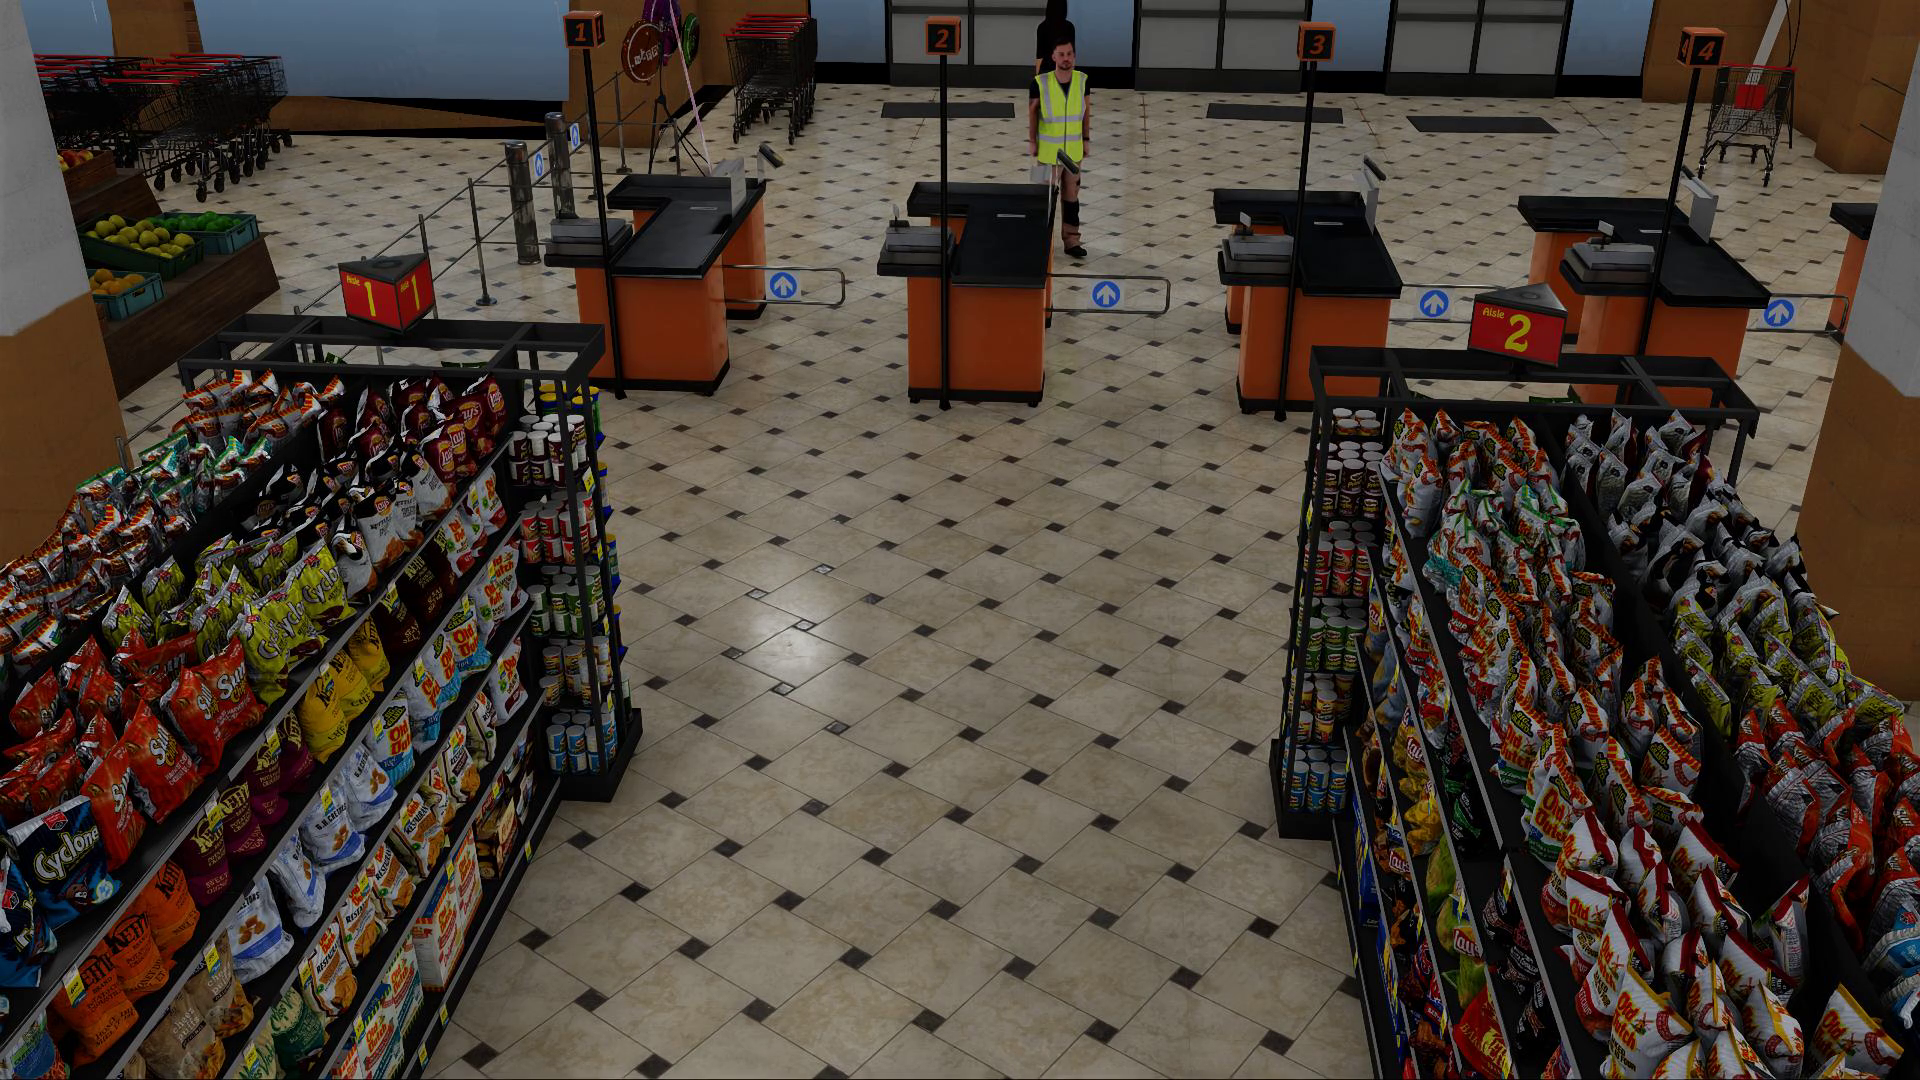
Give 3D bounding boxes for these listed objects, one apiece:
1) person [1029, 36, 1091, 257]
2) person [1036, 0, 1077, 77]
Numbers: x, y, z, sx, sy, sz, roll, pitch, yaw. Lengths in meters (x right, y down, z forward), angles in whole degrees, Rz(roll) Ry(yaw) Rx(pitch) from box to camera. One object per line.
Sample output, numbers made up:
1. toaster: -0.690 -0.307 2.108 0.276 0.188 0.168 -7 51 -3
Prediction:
1. person: 0.840 -3.265 13.872 0.813 1.846 0.838 -8 28 -15
2. person: 0.978 -4.799 17.124 0.611 1.641 0.537 -1 27 -3
